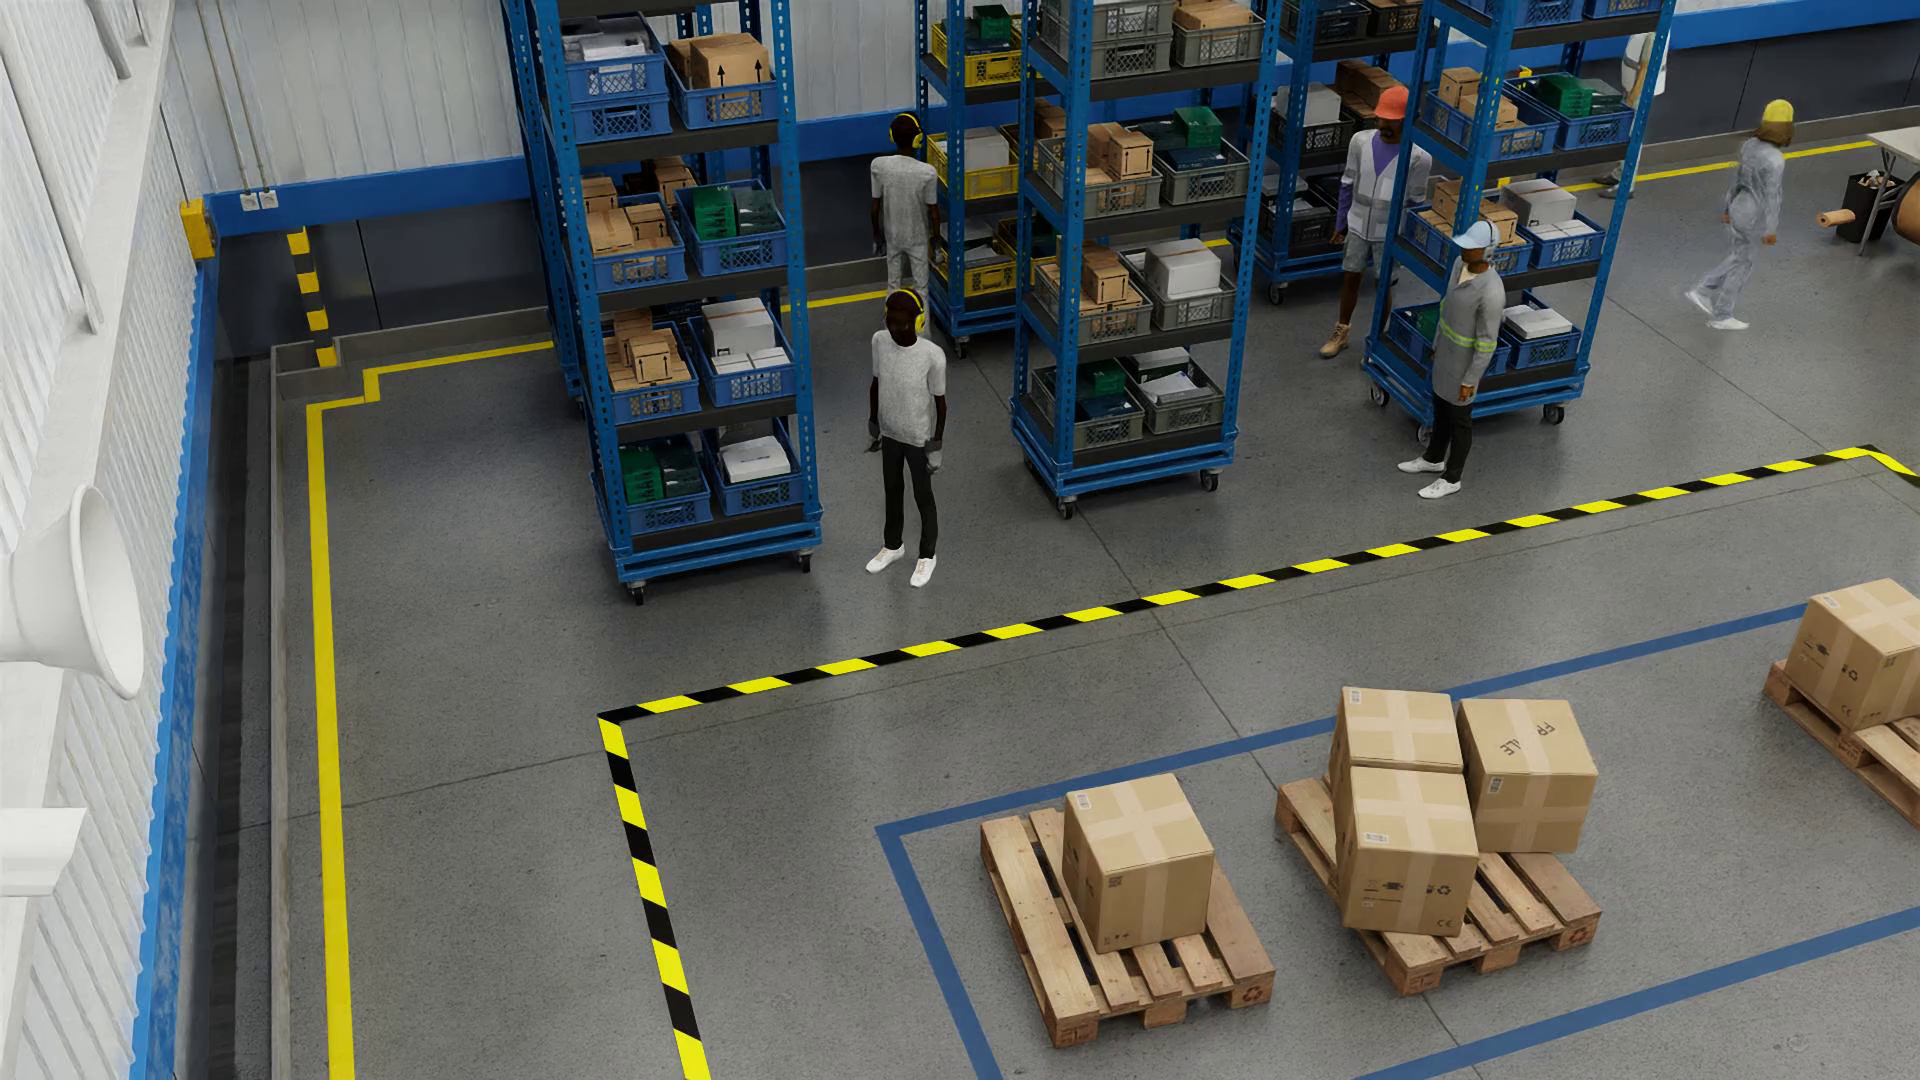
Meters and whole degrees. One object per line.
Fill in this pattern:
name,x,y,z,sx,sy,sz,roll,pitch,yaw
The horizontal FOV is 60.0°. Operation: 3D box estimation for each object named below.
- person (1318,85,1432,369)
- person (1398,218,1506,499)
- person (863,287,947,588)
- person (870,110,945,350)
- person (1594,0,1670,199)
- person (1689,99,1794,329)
person,2.891,-2.167,11.587,0.607,2.048,0.365,22,41,27
person,3.061,-1.119,10.268,0.371,1.852,0.588,-6,36,-8
person,-0.320,-0.584,9.491,0.508,1.875,0.328,18,39,24
person,-0.363,-2.089,11.628,0.528,1.869,0.316,10,37,14
person,5.754,-3.809,14.094,0.381,1.840,0.579,9,36,12
person,5.780,-2.343,12.127,0.382,1.715,0.513,1,35,1
